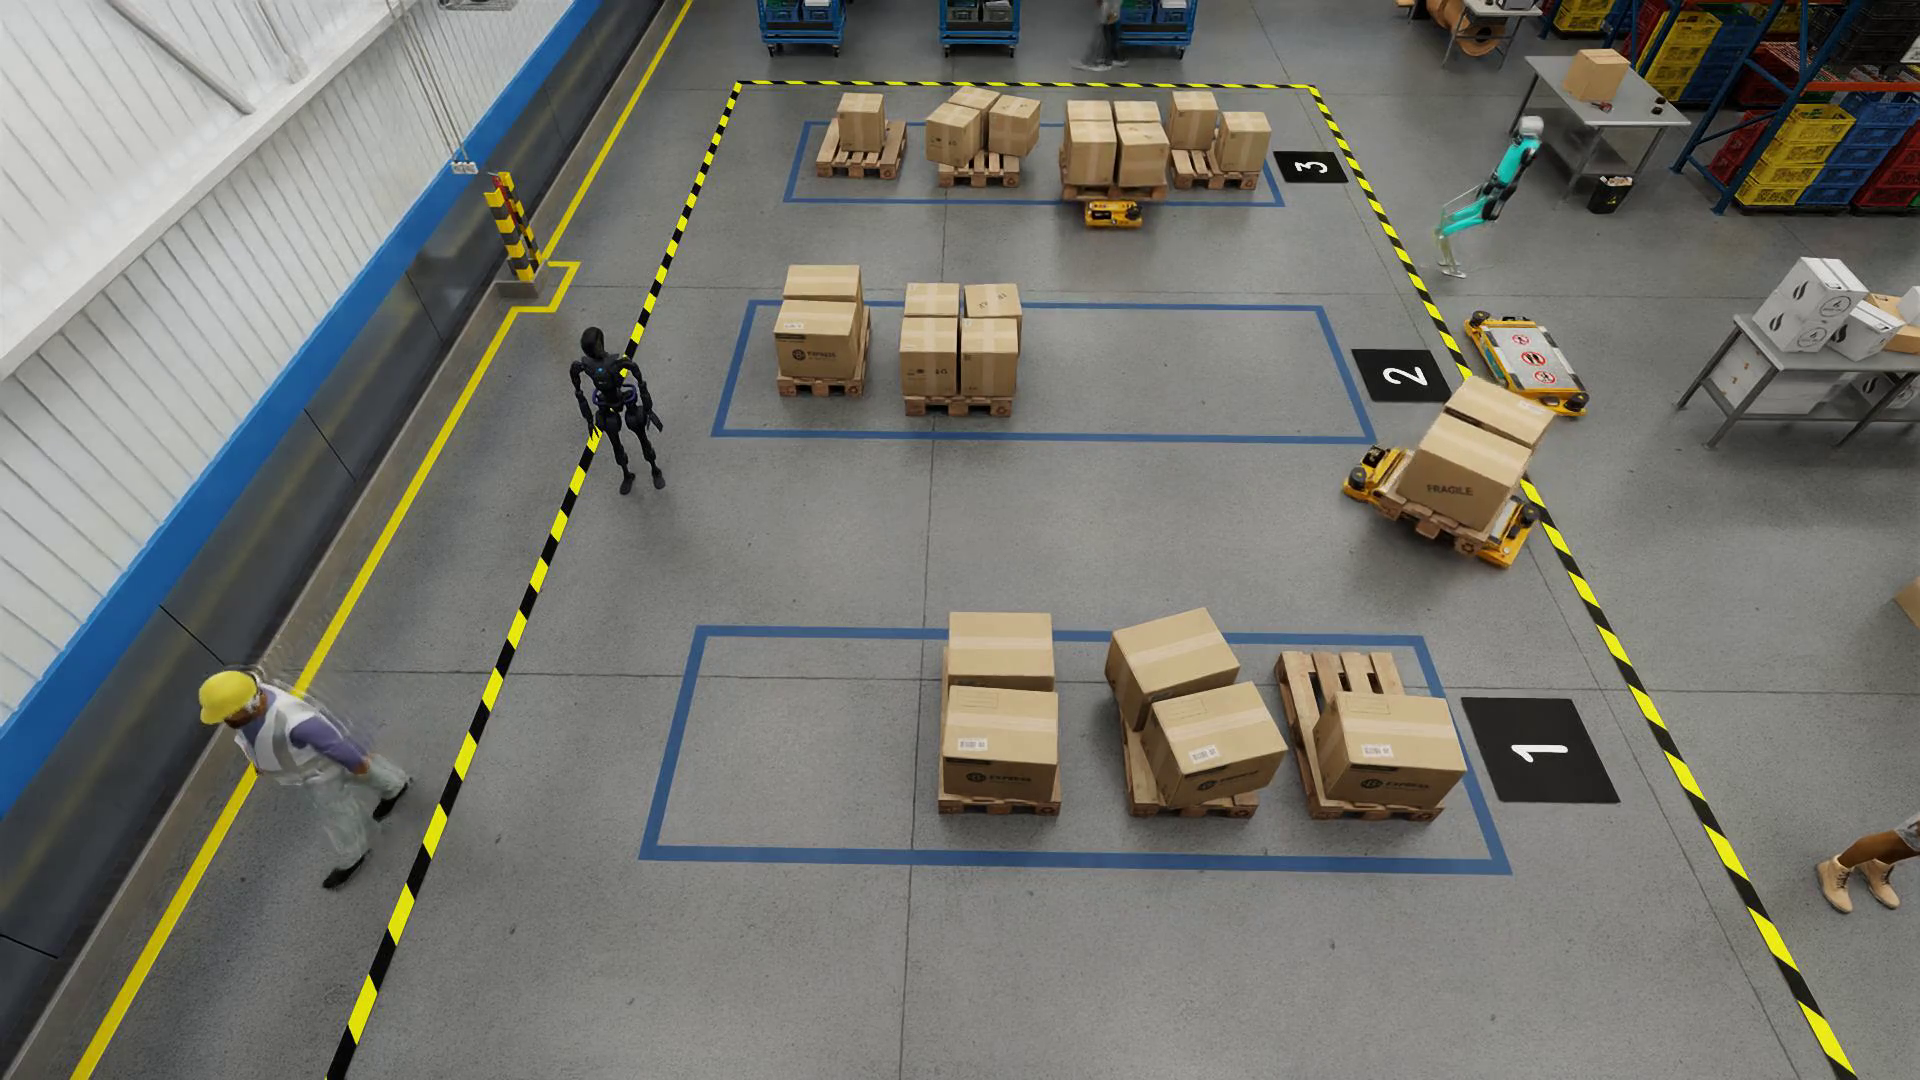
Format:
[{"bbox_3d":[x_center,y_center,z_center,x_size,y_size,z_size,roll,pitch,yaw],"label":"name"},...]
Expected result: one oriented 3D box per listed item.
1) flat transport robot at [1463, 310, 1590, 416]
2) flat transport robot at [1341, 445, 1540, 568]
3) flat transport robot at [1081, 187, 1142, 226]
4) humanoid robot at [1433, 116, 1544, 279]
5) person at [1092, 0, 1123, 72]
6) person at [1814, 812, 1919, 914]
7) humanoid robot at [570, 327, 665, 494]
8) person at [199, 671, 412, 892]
[{"bbox_3d":[5.573,-1.757,9.054,0.659,0.231,1.431,1,49,1],"label":"flat transport robot"},{"bbox_3d":[4.088,-0.348,7.816,1.431,0.197,0.652,31,56,24],"label":"flat transport robot"},{"bbox_3d":[1.830,-4.316,11.251,0.652,0.197,1.431,1,49,1],"label":"flat transport robot"},{"bbox_3d":[5.367,-3.568,9.562,0.735,1.677,0.533,8,50,7],"label":"humanoid robot"},{"bbox_3d":[2.146,-7.762,13.204,0.395,1.850,0.596,5,49,4],"label":"person"},{"bbox_3d":[5.656,1.535,5.035,0.605,2.040,0.384,-2,49,-2],"label":"person"},{"bbox_3d":[-2.773,-1.039,7.494,0.599,1.653,0.315,-8,50,-7],"label":"humanoid robot"},{"bbox_3d":[-3.894,1.362,5.344,0.598,1.798,0.851,22,53,18],"label":"person"}]
